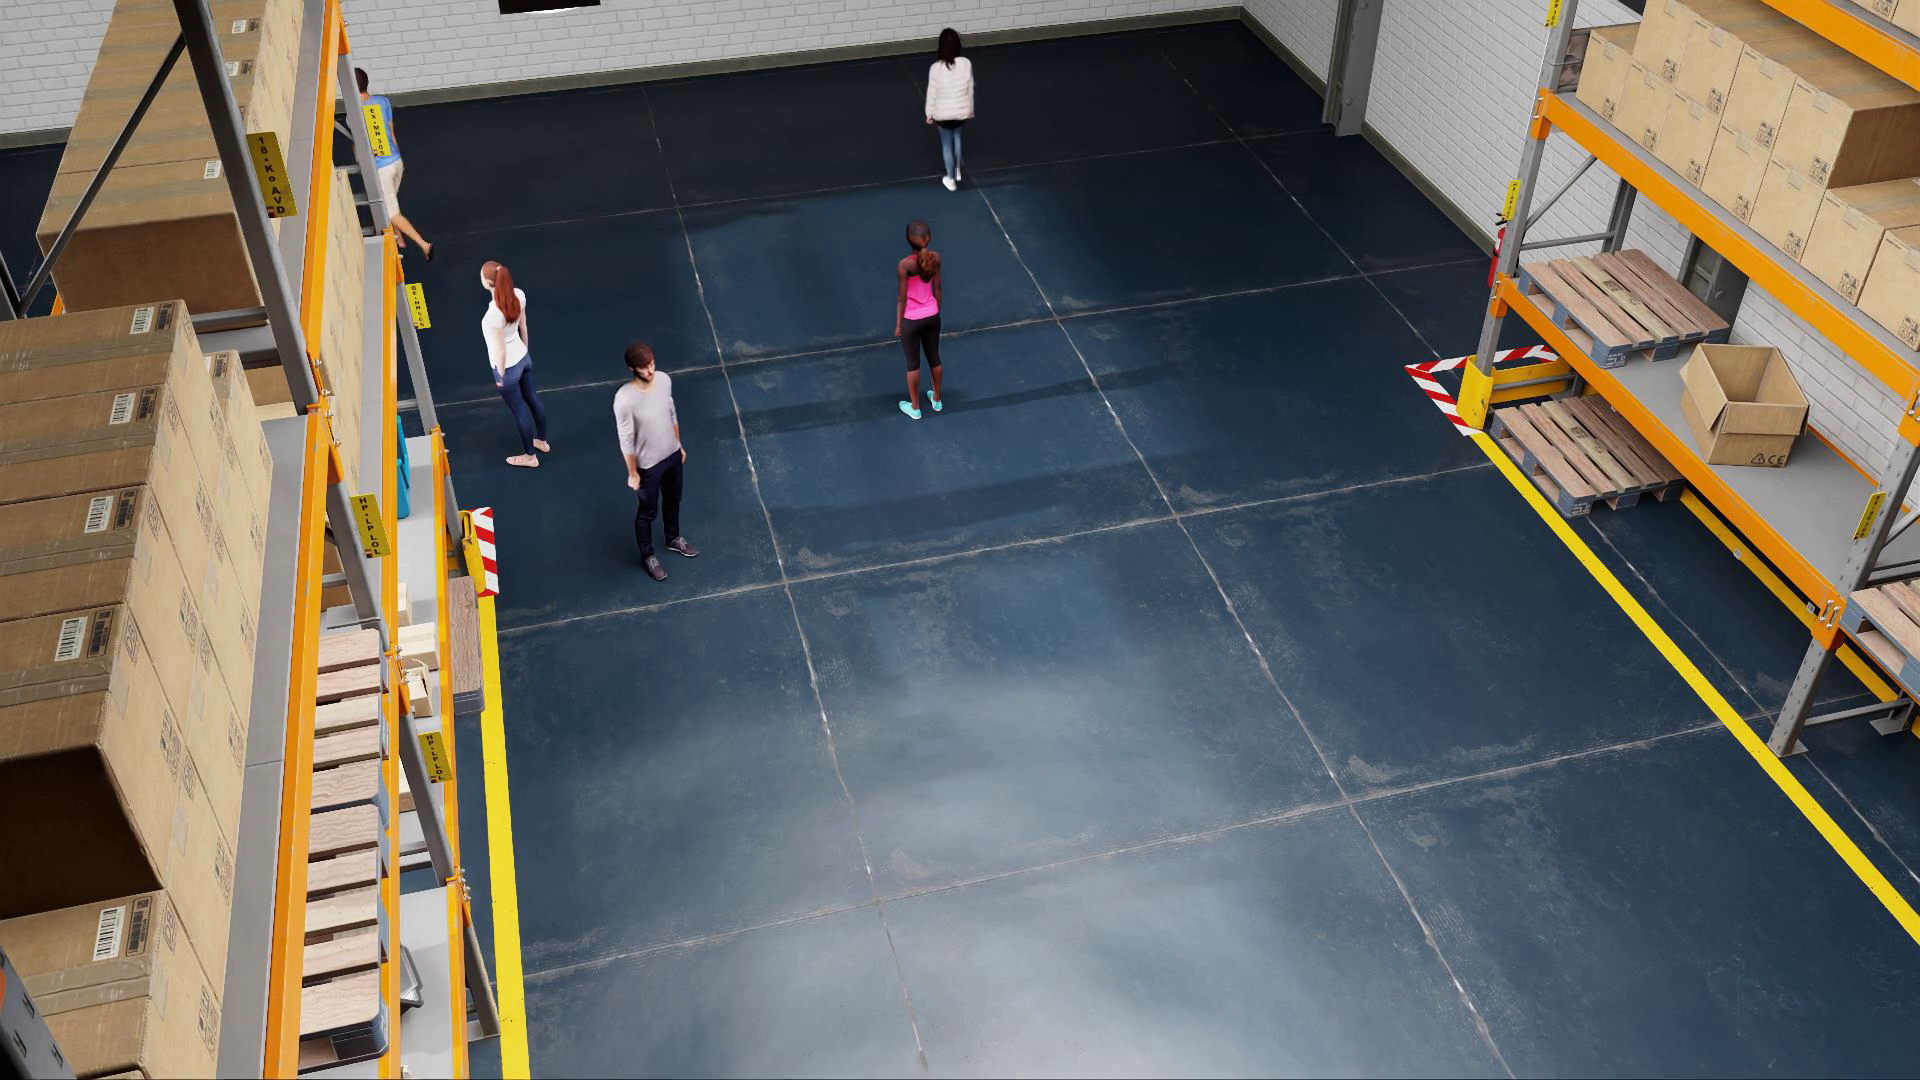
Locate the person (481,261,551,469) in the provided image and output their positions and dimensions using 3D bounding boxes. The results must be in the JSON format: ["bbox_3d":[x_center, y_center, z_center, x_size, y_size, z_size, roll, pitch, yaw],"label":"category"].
[{"bbox_3d":[-3.390,-1.339,12.666,0.710,1.739,0.623,12,40,15],"label":"person"}]

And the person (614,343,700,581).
[{"bbox_3d":[-2.142,-0.586,11.640,0.758,1.843,0.734,25,45,28],"label":"person"}]

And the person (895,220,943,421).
[{"bbox_3d":[-0.319,-1.753,13.197,0.629,1.723,0.628,-20,43,-24],"label":"person"}]

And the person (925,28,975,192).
[{"bbox_3d":[-0.059,-4.188,16.318,0.669,1.633,0.620,-15,41,-17],"label":"person"}]

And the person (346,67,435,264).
[{"bbox_3d":[-5.175,-3.364,15.130,1.167,1.827,1.107,21,43,24],"label":"person"}]
